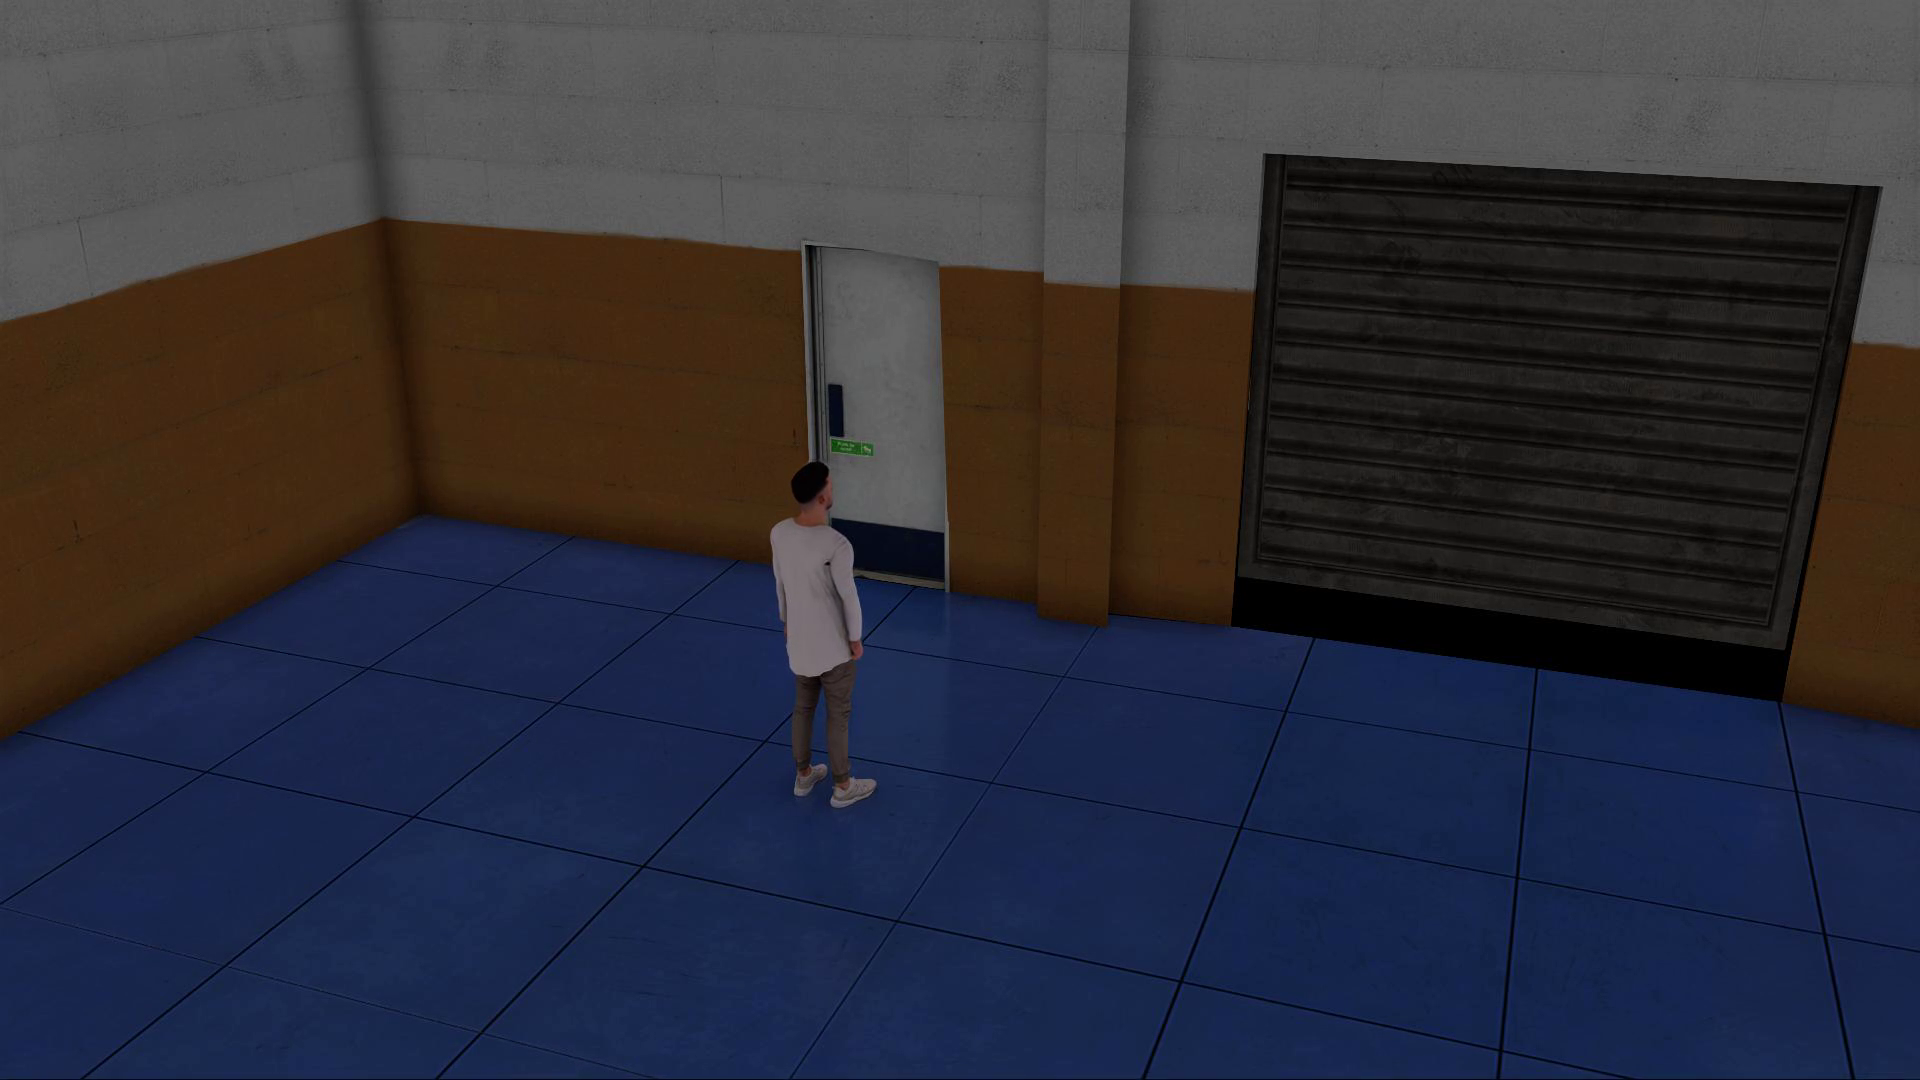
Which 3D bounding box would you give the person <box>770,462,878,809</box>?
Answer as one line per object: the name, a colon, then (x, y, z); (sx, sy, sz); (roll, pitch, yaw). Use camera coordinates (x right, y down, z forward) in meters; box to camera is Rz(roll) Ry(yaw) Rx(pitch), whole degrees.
person: (-0.704, 0.471, 8.379); (0.593, 1.841, 0.781); (14, 26, 32)
